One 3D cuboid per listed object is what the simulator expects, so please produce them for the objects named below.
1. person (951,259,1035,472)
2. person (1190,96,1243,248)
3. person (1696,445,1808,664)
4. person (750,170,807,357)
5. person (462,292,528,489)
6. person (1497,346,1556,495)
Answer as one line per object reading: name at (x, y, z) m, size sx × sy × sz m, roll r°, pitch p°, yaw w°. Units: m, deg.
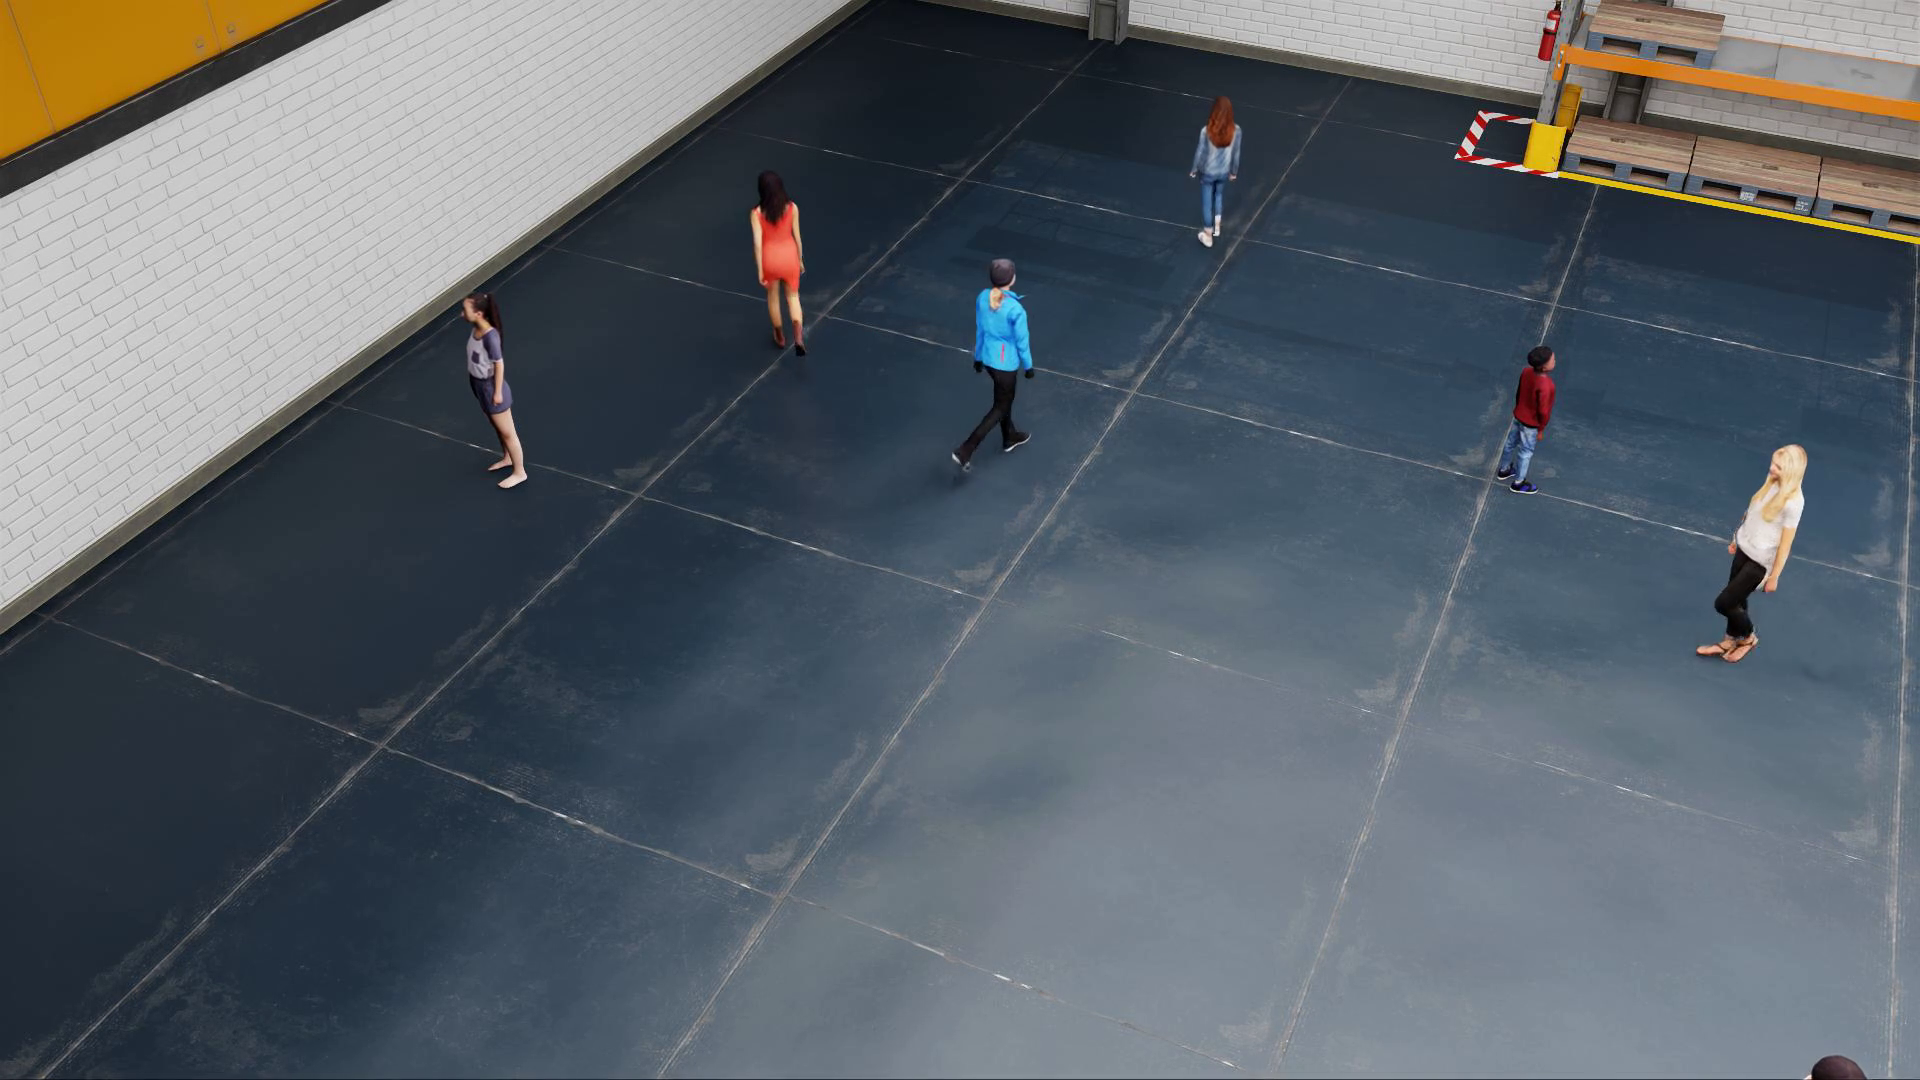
person at (0.249, -1.302, 12.767) m, size 0.996 × 1.770 × 1.122 m, roll -27°, pitch 46°, yaw -30°
person at (2.433, -3.443, 15.692) m, size 0.659 × 1.464 × 0.730 m, roll -10°, pitch 40°, yaw -13°
person at (5.342, 0.124, 10.948) m, size 0.806 × 1.812 × 0.769 m, roll 0°, pitch 39°, yaw 0°
person at (-1.504, -2.289, 14.057) m, size 0.935 × 1.702 × 0.971 m, roll -10°, pitch 40°, yaw -13°
person at (-3.555, -1.165, 12.691) m, size 0.735 × 1.651 × 0.640 m, roll -20°, pitch 43°, yaw -23°
person at (4.351, -0.939, 12.724) m, size 0.640 × 1.256 × 0.587 m, roll -11°, pitch 40°, yaw -13°
